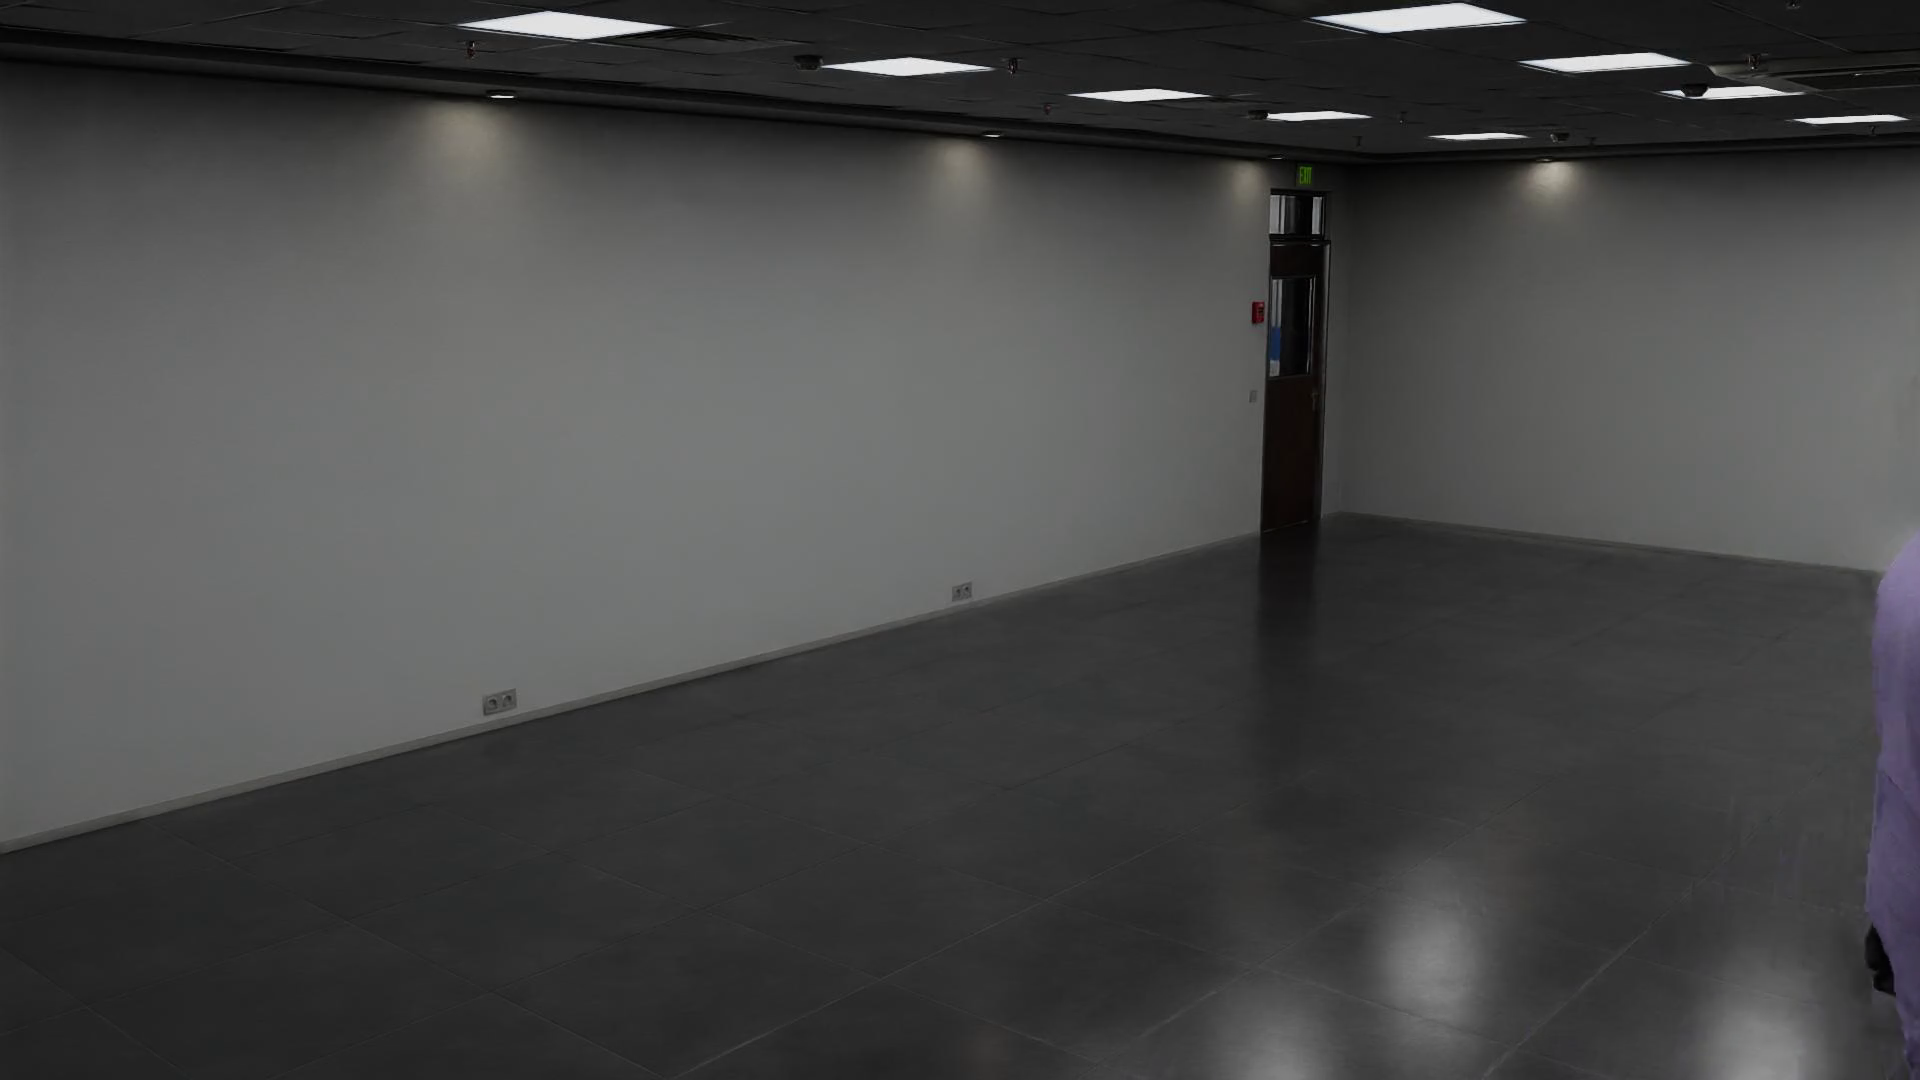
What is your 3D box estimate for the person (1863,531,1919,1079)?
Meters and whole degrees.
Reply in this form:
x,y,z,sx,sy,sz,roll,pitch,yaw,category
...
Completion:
x,y,z,sx,sy,sz,roll,pitch,yaw,category
1.577,0.626,2.641,0.795,1.884,0.644,4,11,19,person
